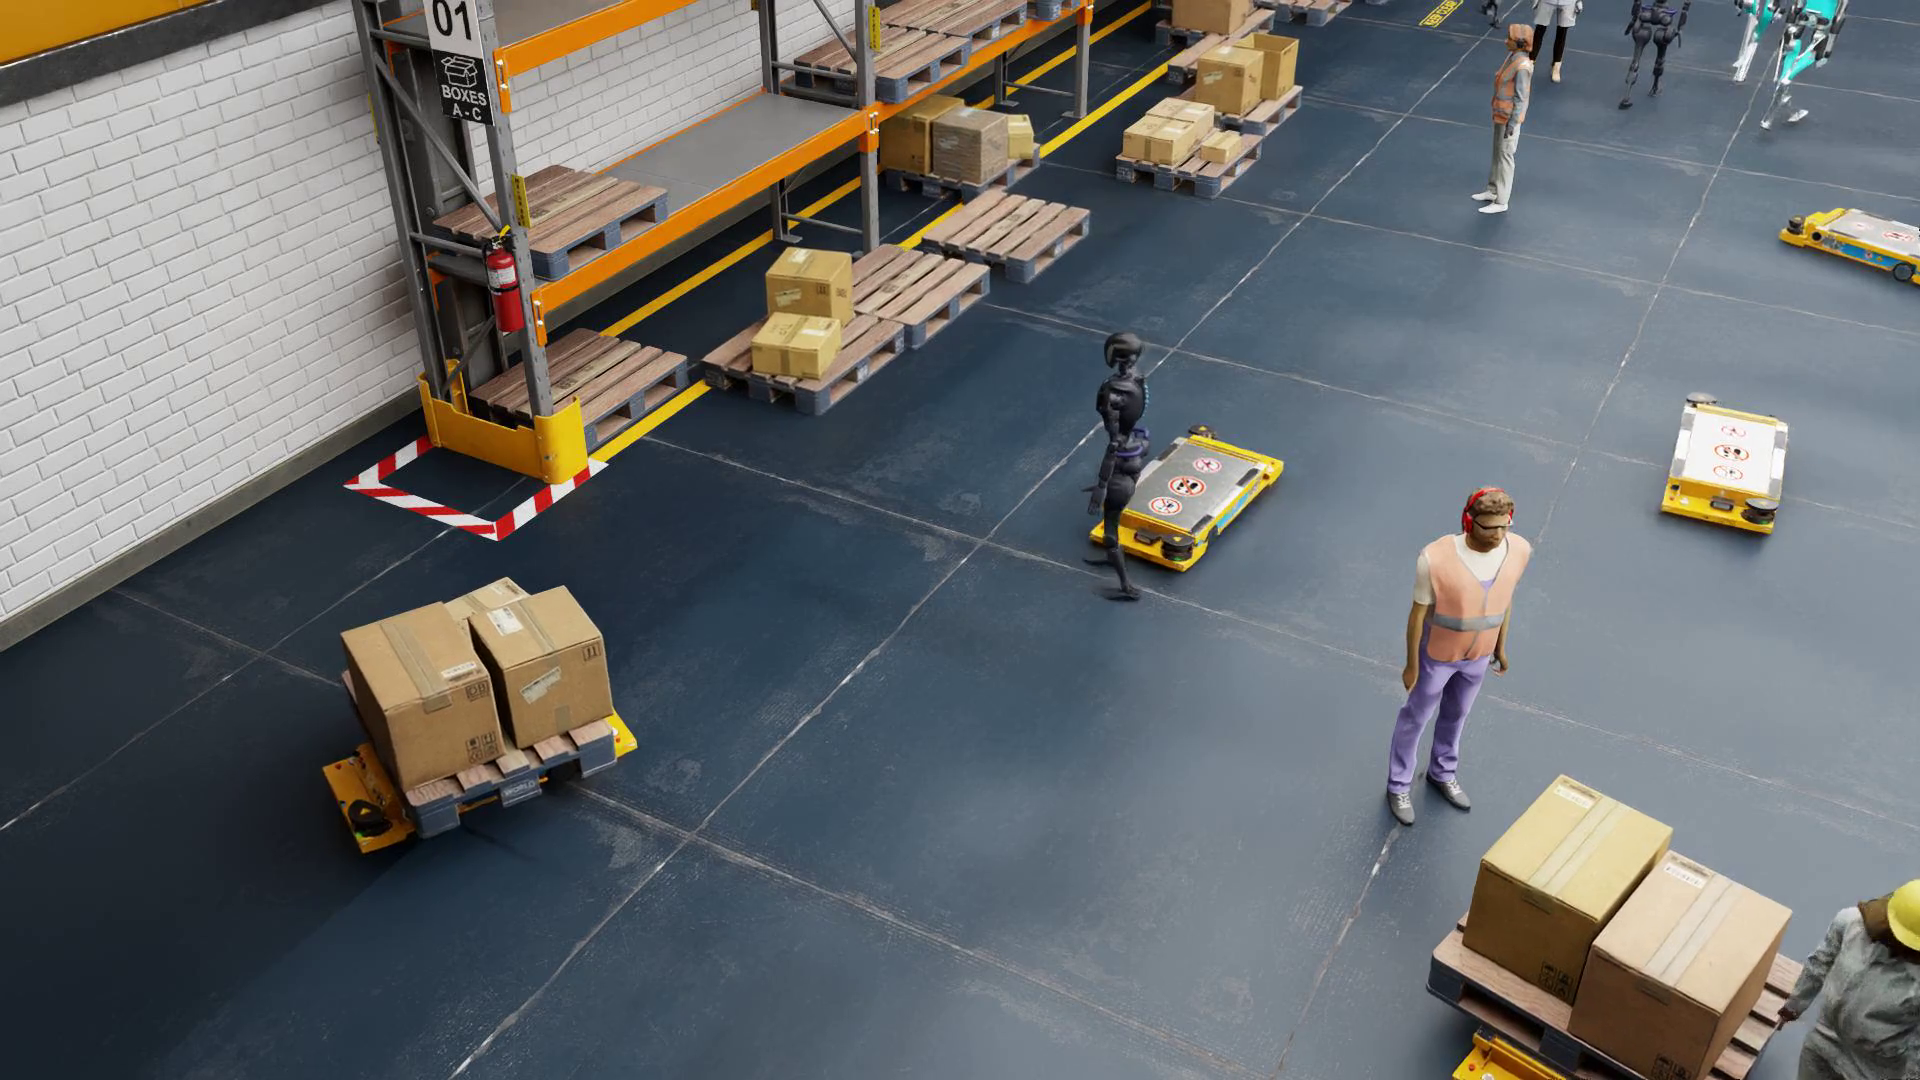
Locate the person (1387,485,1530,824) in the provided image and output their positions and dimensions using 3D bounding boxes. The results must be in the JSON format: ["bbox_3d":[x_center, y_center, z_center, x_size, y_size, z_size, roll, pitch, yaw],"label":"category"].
[{"bbox_3d":[2.354,0.526,7.922,0.563,1.847,0.390,-10,35,-14],"label":"person"}]

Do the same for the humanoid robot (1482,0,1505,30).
[{"bbox_3d":[6.311,-6.802,19.223,0.608,1.644,0.781,-5,34,-7],"label":"humanoid robot"}]

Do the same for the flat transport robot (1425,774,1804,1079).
[{"bbox_3d":[2.749,2.022,7.089,0.659,0.231,1.431,27,42,35],"label":"flat transport robot"}]

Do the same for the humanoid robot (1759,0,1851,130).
[{"bbox_3d":[8.050,-4.731,16.010,1.075,1.728,0.531,-24,41,-32],"label":"humanoid robot"}]

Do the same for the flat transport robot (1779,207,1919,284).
[{"bbox_3d":[7.689,-2.450,13.854,0.659,0.231,1.431,-25,41,-33],"label":"flat transport robot"}]

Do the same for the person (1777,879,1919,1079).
[{"bbox_3d":[3.225,1.845,6.033,0.303,1.735,0.539,-12,35,-18],"label":"person"}]

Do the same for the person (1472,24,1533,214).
[{"bbox_3d":[4.744,-3.654,14.432,0.308,1.638,0.521,3,34,4],"label":"person"}]

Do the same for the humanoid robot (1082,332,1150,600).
[{"bbox_3d":[0.913,-0.422,9.520,0.415,1.649,0.597,9,35,13],"label":"humanoid robot"}]

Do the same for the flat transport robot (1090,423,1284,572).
[{"bbox_3d":[1.466,-0.289,10.586,0.659,0.231,1.431,20,38,27],"label":"flat transport robot"}]

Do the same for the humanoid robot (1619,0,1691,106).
[{"bbox_3d":[7.053,-5.241,16.867,0.587,1.620,0.842,21,39,28],"label":"humanoid robot"}]

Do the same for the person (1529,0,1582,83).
[{"bbox_3d":[6.262,-5.654,17.408,0.529,1.693,0.321,9,35,14],"label":"person"}]

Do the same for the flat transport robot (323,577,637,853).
[{"bbox_3d":[-2.451,1.085,8.507,1.431,0.231,0.659,-20,38,-27],"label":"flat transport robot"}]

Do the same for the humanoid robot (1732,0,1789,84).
[{"bbox_3d":[8.418,-5.642,17.378,0.578,1.743,1.036,19,38,26],"label":"humanoid robot"}]

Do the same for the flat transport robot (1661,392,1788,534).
[{"bbox_3d":[5.044,-0.522,10.938,0.659,0.231,1.431,15,36,21],"label":"flat transport robot"}]
